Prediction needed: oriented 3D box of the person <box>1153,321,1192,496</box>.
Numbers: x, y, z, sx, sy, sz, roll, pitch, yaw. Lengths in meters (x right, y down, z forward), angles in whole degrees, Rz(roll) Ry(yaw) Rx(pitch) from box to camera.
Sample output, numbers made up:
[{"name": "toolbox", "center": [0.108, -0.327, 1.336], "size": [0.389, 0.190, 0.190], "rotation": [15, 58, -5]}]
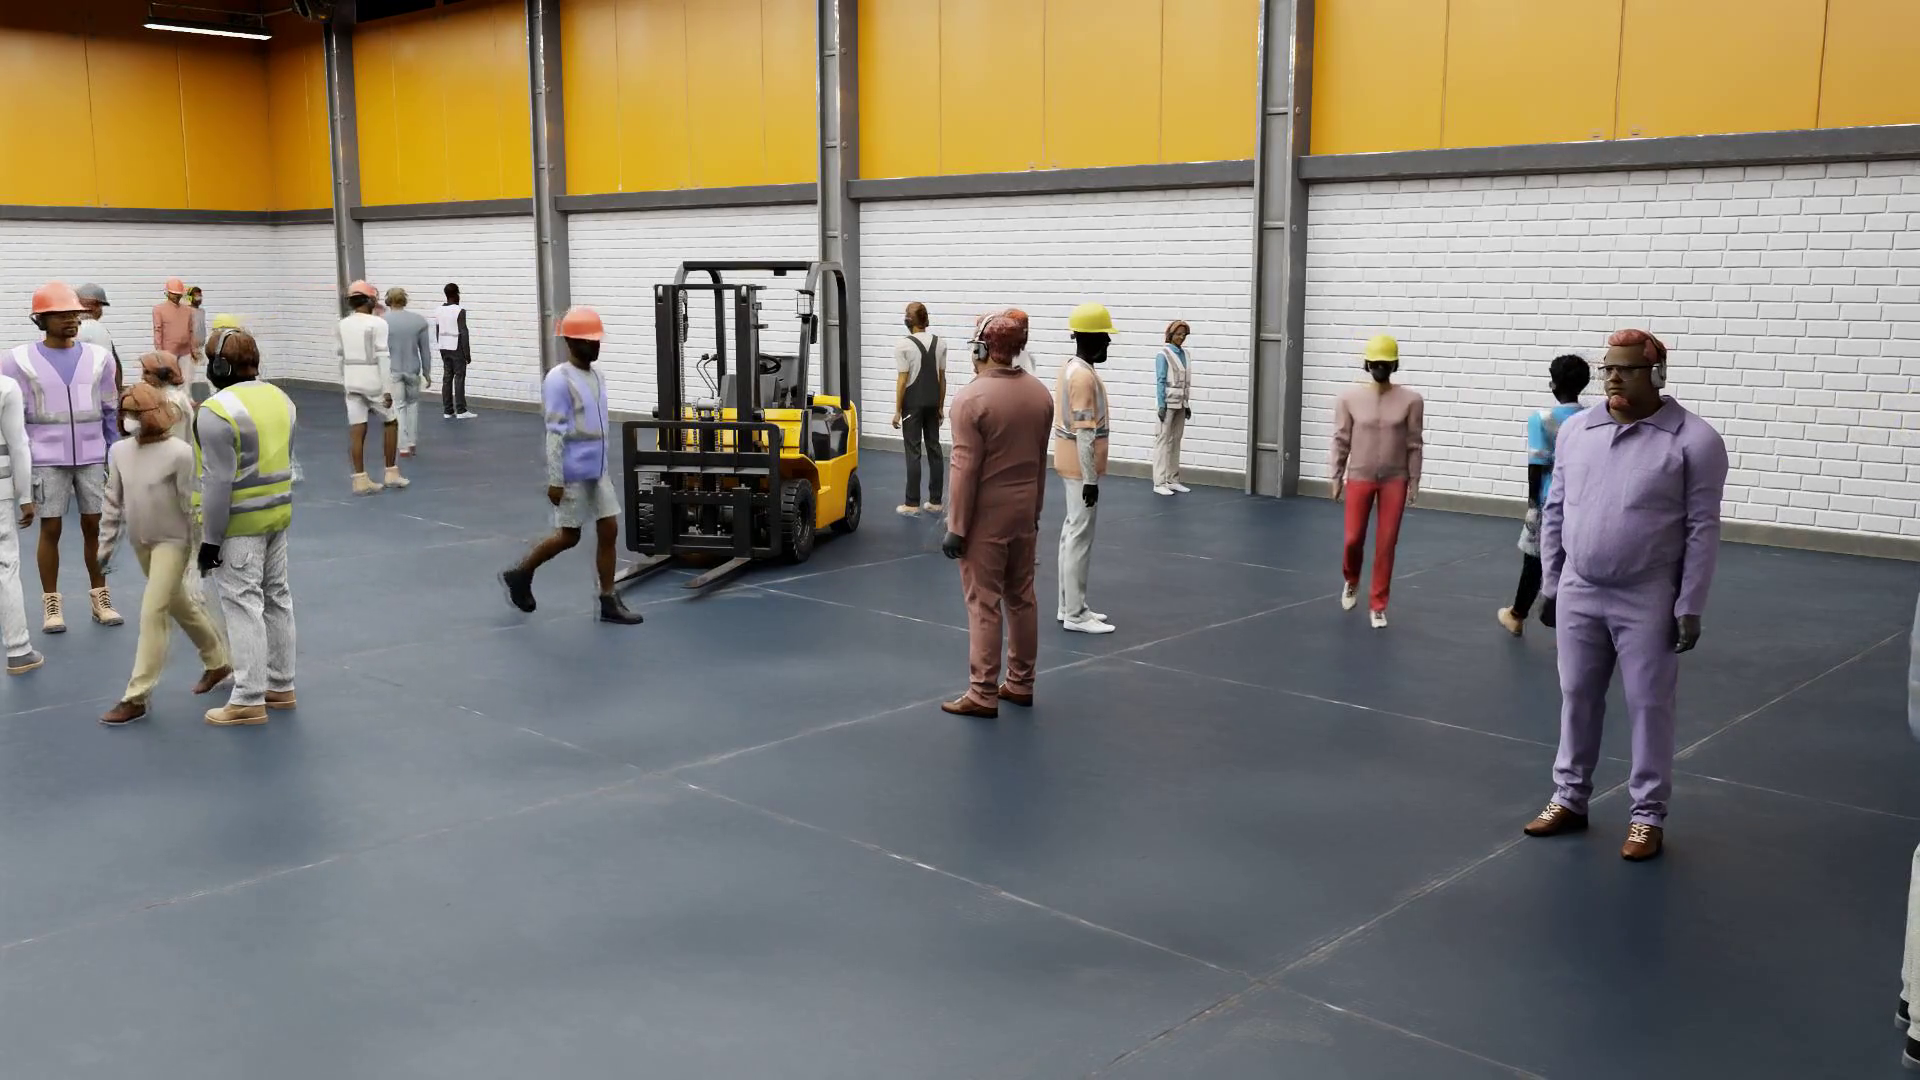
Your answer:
[{"name": "person", "center": [2.010, -1.246, 15.690], "size": [0.315, 1.636, 0.515], "rotation": [8, 12, 39]}]

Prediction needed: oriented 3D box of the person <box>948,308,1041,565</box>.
[{"name": "person", "center": [0.266, -0.755, 12.030], "size": [0.630, 1.857, 0.742], "rotation": [-8, 12, -41]}]

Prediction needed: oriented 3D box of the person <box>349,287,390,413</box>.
[{"name": "person", "center": [-8.453, -2.735, 24.158], "size": [0.994, 1.856, 0.666], "rotation": [8, 12, 39]}]

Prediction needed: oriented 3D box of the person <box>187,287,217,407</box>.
[{"name": "person", "center": [-11.560, -2.927, 25.357], "size": [0.860, 1.835, 0.548], "rotation": [2, 10, 15]}]

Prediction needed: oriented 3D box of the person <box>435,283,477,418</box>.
[{"name": "person", "center": [-7.198, -2.685, 23.640], "size": [0.593, 1.922, 0.392], "rotation": [5, 11, 30]}]

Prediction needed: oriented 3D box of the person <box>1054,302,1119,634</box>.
[{"name": "person", "center": [0.737, -0.422, 9.745], "size": [0.367, 1.926, 0.594], "rotation": [0, 9, -3]}]

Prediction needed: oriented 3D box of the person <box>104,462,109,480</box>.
[{"name": "person", "center": [-8.720, -1.380, 16.550], "size": [0.282, 1.626, 0.501], "rotation": [2, 9, 12]}]

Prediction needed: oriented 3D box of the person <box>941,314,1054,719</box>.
[{"name": "person", "center": [0.152, -0.112, 7.910], "size": [0.409, 1.909, 0.642], "rotation": [8, 12, 41]}]

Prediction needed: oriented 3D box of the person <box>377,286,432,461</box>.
[{"name": "person", "center": [-6.253, -1.851, 18.512], "size": [0.655, 1.921, 0.669], "rotation": [-6, 11, -32]}]

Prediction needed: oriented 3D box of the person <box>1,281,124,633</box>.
[{"name": "person", "center": [-5.234, -0.485, 9.765], "size": [0.615, 2.047, 0.357], "rotation": [-8, 12, -41]}]

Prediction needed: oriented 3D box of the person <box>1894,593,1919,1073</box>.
[{"name": "person", "center": [2.708, 0.504, 4.366], "size": [0.403, 1.827, 0.599], "rotation": [5, 10, 28]}]

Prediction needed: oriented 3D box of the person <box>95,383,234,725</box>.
[{"name": "person", "center": [-3.844, 0.033, 8.006], "size": [0.507, 1.586, 0.880], "rotation": [4, 10, 21]}]

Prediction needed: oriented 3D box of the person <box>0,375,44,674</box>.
[{"name": "person", "center": [-5.134, -0.220, 8.648], "size": [0.574, 1.882, 0.358], "rotation": [-2, 10, -15]}]

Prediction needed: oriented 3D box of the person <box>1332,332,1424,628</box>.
[{"name": "person", "center": [2.484, -0.360, 9.917], "size": [0.526, 1.754, 0.416], "rotation": [1, 9, 9]}]

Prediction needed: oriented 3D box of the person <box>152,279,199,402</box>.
[{"name": "person", "center": [-10.800, -2.602, 22.938], "size": [0.392, 1.985, 0.610], "rotation": [5, 11, 30]}]

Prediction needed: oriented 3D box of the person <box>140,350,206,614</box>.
[{"name": "person", "center": [-4.834, -0.360, 10.288], "size": [0.328, 1.627, 0.531], "rotation": [-4, 10, -23]}]

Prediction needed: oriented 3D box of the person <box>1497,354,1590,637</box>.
[{"name": "person", "center": [3.356, -0.205, 9.249], "size": [0.551, 1.641, 0.892], "rotation": [-2, 9, -11]}]

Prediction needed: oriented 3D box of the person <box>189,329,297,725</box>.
[{"name": "person", "center": [-3.360, -0.060, 7.790], "size": [0.429, 1.844, 0.627], "rotation": [1, 9, 8]}]

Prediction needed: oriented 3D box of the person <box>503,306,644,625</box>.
[{"name": "person", "center": [-2.331, -0.436, 9.921], "size": [0.828, 1.911, 0.542], "rotation": [4, 10, 21]}]

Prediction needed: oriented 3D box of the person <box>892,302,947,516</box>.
[{"name": "person", "center": [-0.350, -1.124, 14.324], "size": [0.505, 1.840, 0.346], "rotation": [-6, 11, -33]}]

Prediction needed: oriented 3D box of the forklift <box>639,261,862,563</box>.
[{"name": "forklift", "center": [-1.552, -1.040, 12.721], "size": [1.214, 2.155, 2.313], "rotation": [2, 9, 11]}]

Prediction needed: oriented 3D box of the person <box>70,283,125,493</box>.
[{"name": "person", "center": [-8.242, -1.484, 15.911], "size": [0.694, 2.000, 0.913], "rotation": [8, 12, 41]}]

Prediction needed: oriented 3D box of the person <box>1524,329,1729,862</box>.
[{"name": "person", "center": [2.393, 0.192, 6.045], "size": [0.408, 1.908, 0.643], "rotation": [-9, 13, -43]}]

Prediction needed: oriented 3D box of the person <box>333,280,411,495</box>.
[{"name": "person", "center": [-5.576, -1.444, 15.772], "size": [0.661, 2.002, 0.735], "rotation": [3, 10, 19]}]

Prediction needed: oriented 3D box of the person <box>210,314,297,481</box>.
[{"name": "person", "center": [-6.970, -1.346, 16.147], "size": [0.944, 1.681, 0.505], "rotation": [-2, 9, -12]}]
